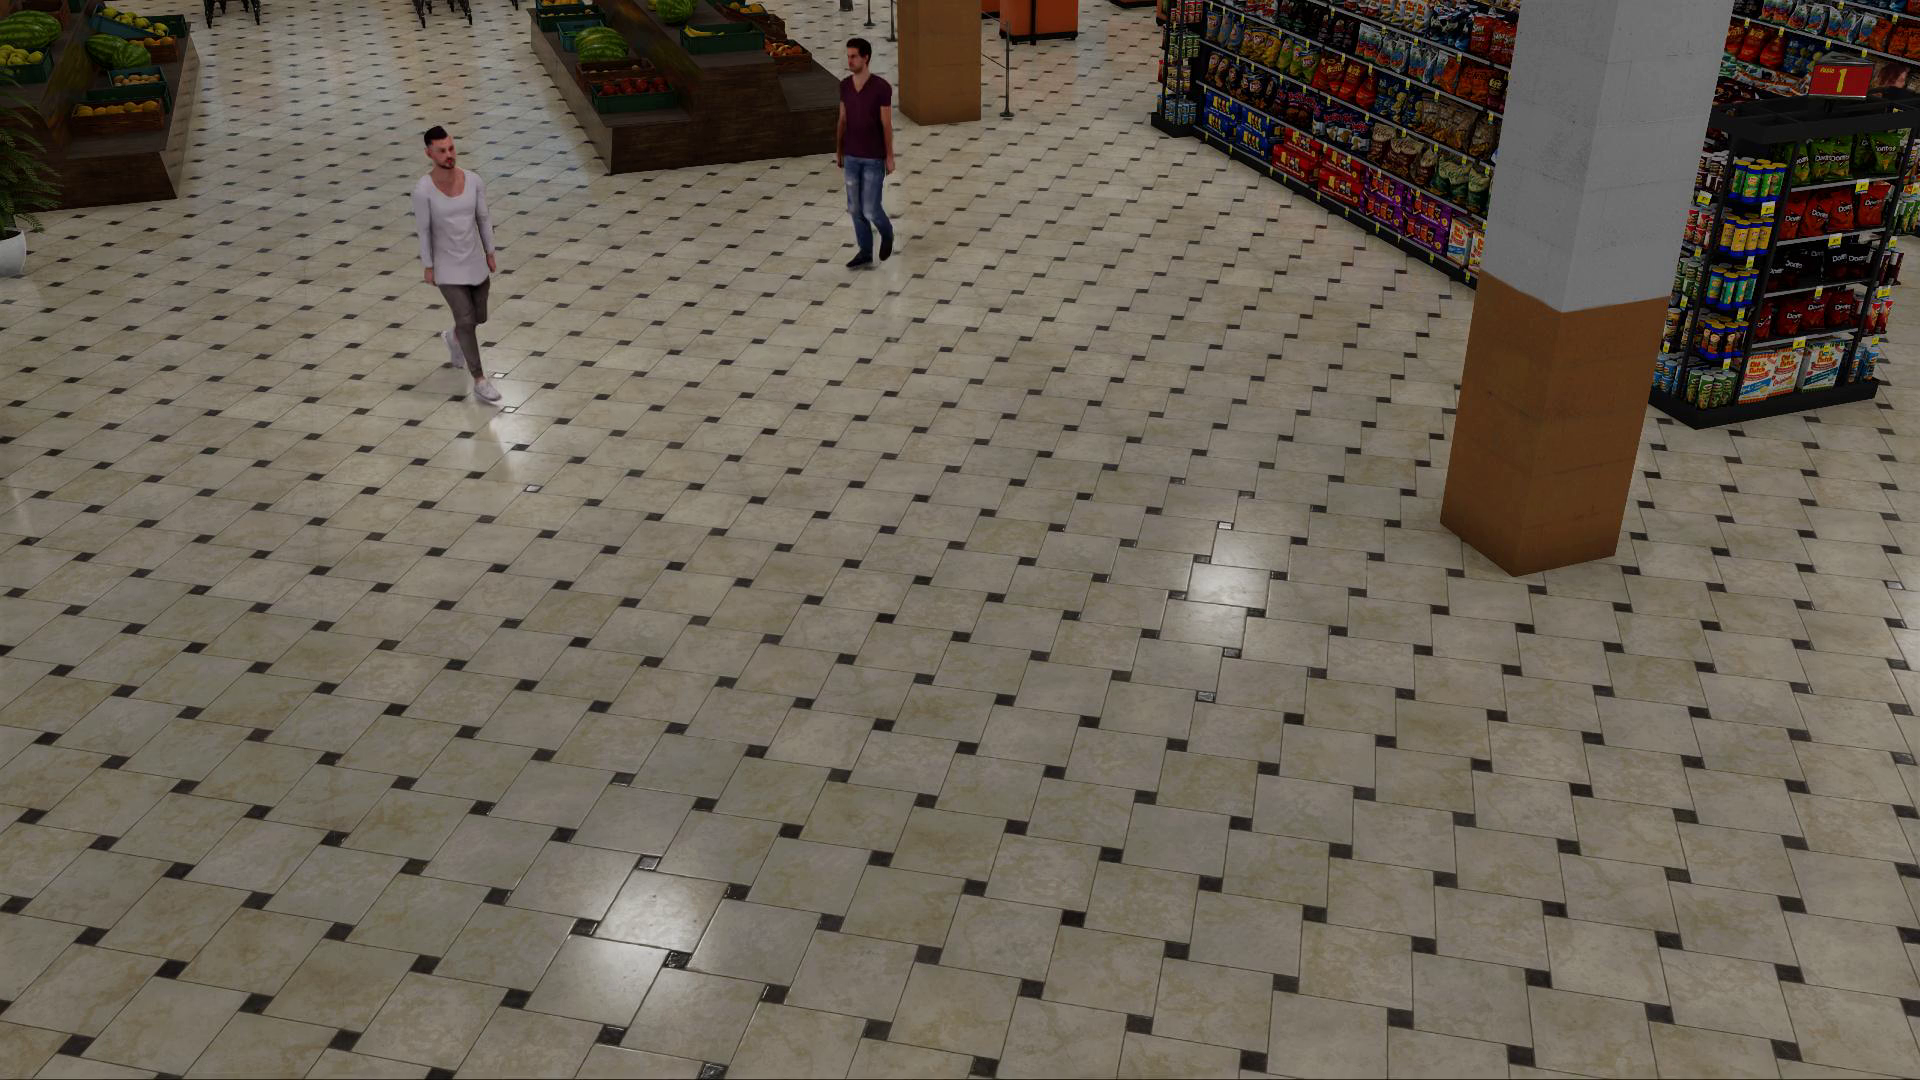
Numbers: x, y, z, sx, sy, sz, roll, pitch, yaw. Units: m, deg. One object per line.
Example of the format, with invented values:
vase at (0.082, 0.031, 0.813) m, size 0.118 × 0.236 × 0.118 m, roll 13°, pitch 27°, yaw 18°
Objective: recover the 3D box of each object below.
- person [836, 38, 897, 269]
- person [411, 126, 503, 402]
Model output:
person at (-0.710, -3.102, 13.356) m, size 0.841 × 1.839 × 0.907 m, roll 18°, pitch 33°, yaw 29°
person at (-3.377, -1.859, 11.100) m, size 0.958 × 1.819 × 1.179 m, roll -25°, pitch 37°, yaw -38°
